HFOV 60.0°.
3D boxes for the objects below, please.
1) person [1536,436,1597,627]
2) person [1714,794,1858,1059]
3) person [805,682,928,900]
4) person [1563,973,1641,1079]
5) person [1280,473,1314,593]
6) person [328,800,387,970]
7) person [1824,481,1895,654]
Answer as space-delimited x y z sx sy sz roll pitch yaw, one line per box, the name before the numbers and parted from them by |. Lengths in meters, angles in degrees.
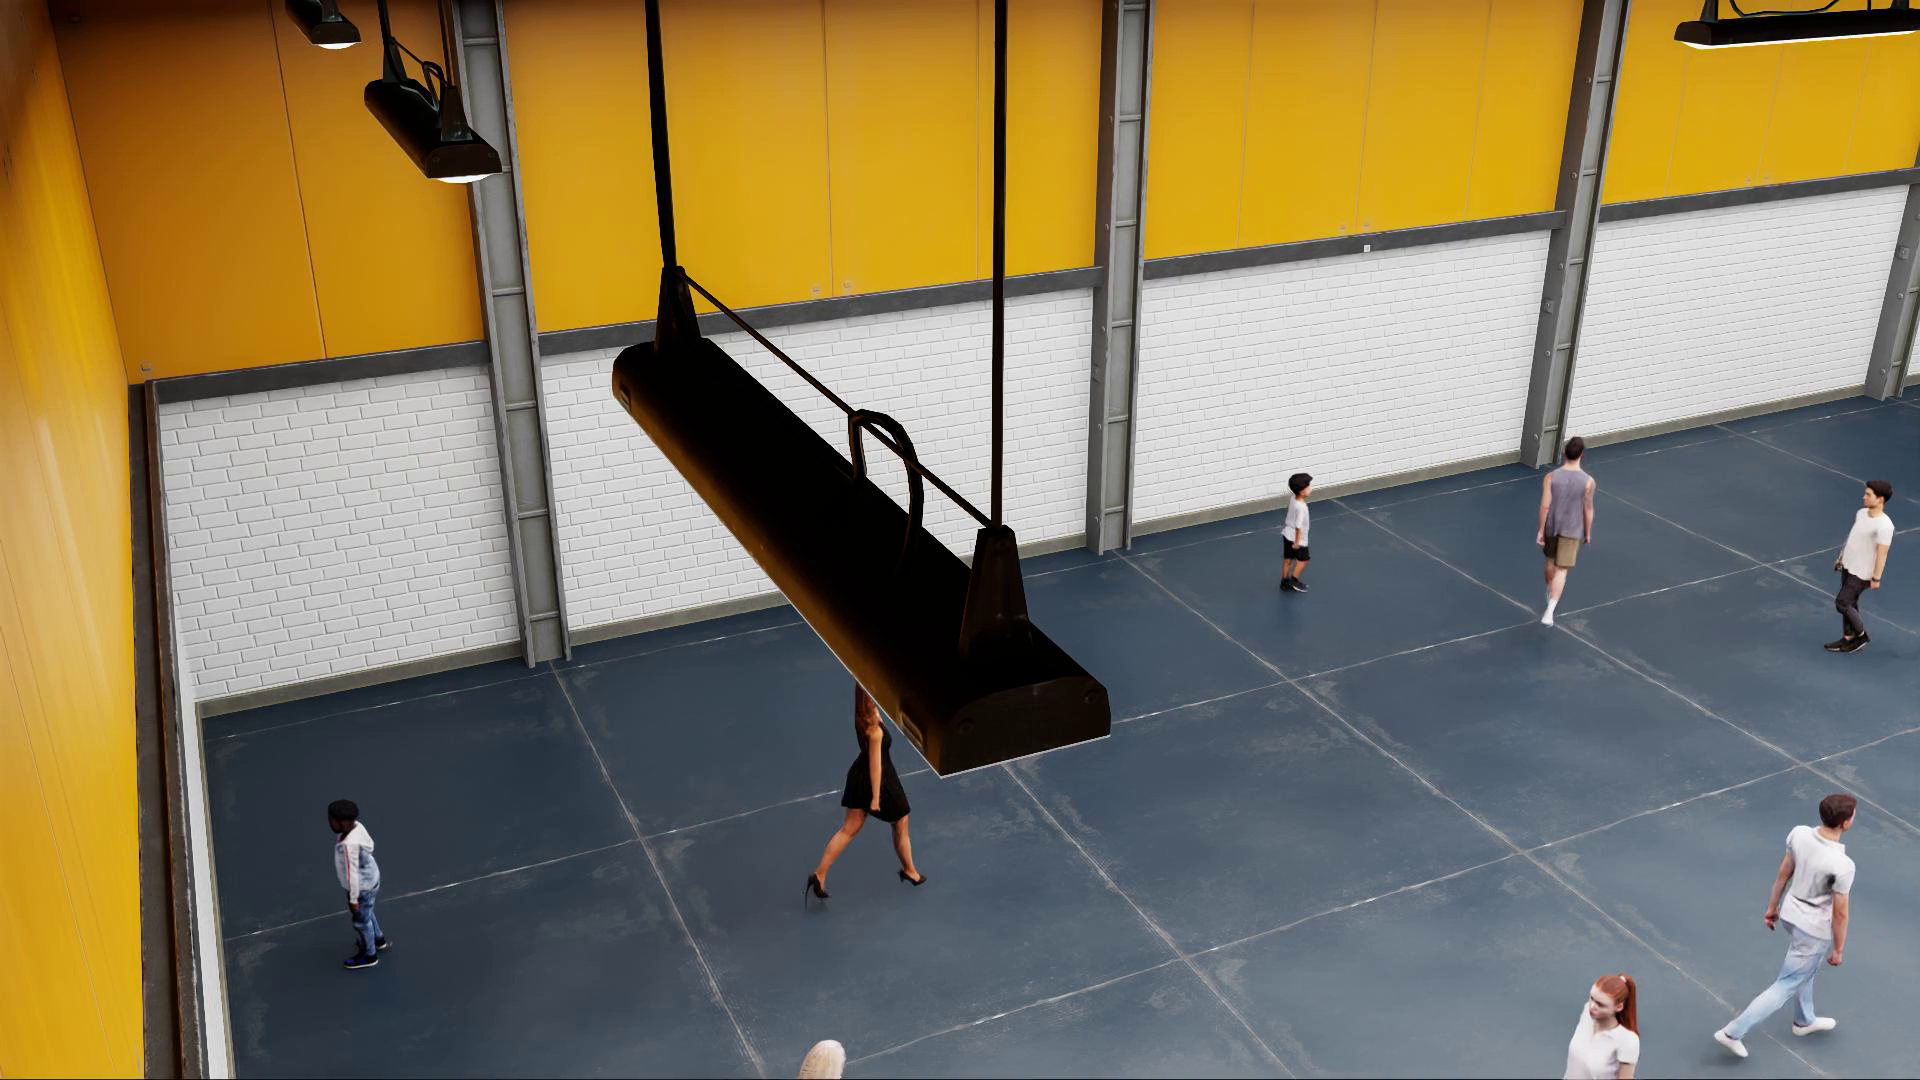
person | 5.660 -0.047 15.639 1.122 1.809 1.279 12 26 25
person | 5.122 2.403 10.225 1.243 1.819 0.845 -5 24 -11
person | -0.707 1.779 11.687 1.118 1.792 0.555 -10 26 -22
person | 3.461 3.031 8.917 0.985 1.717 0.581 -9 25 -20
person | 3.295 -0.074 16.604 0.543 1.249 0.531 -4 24 -10
person | -4.021 2.294 11.179 0.572 1.256 0.537 -5 24 -11
person | 8.343 0.256 15.273 0.794 1.711 0.757 3 24 6
